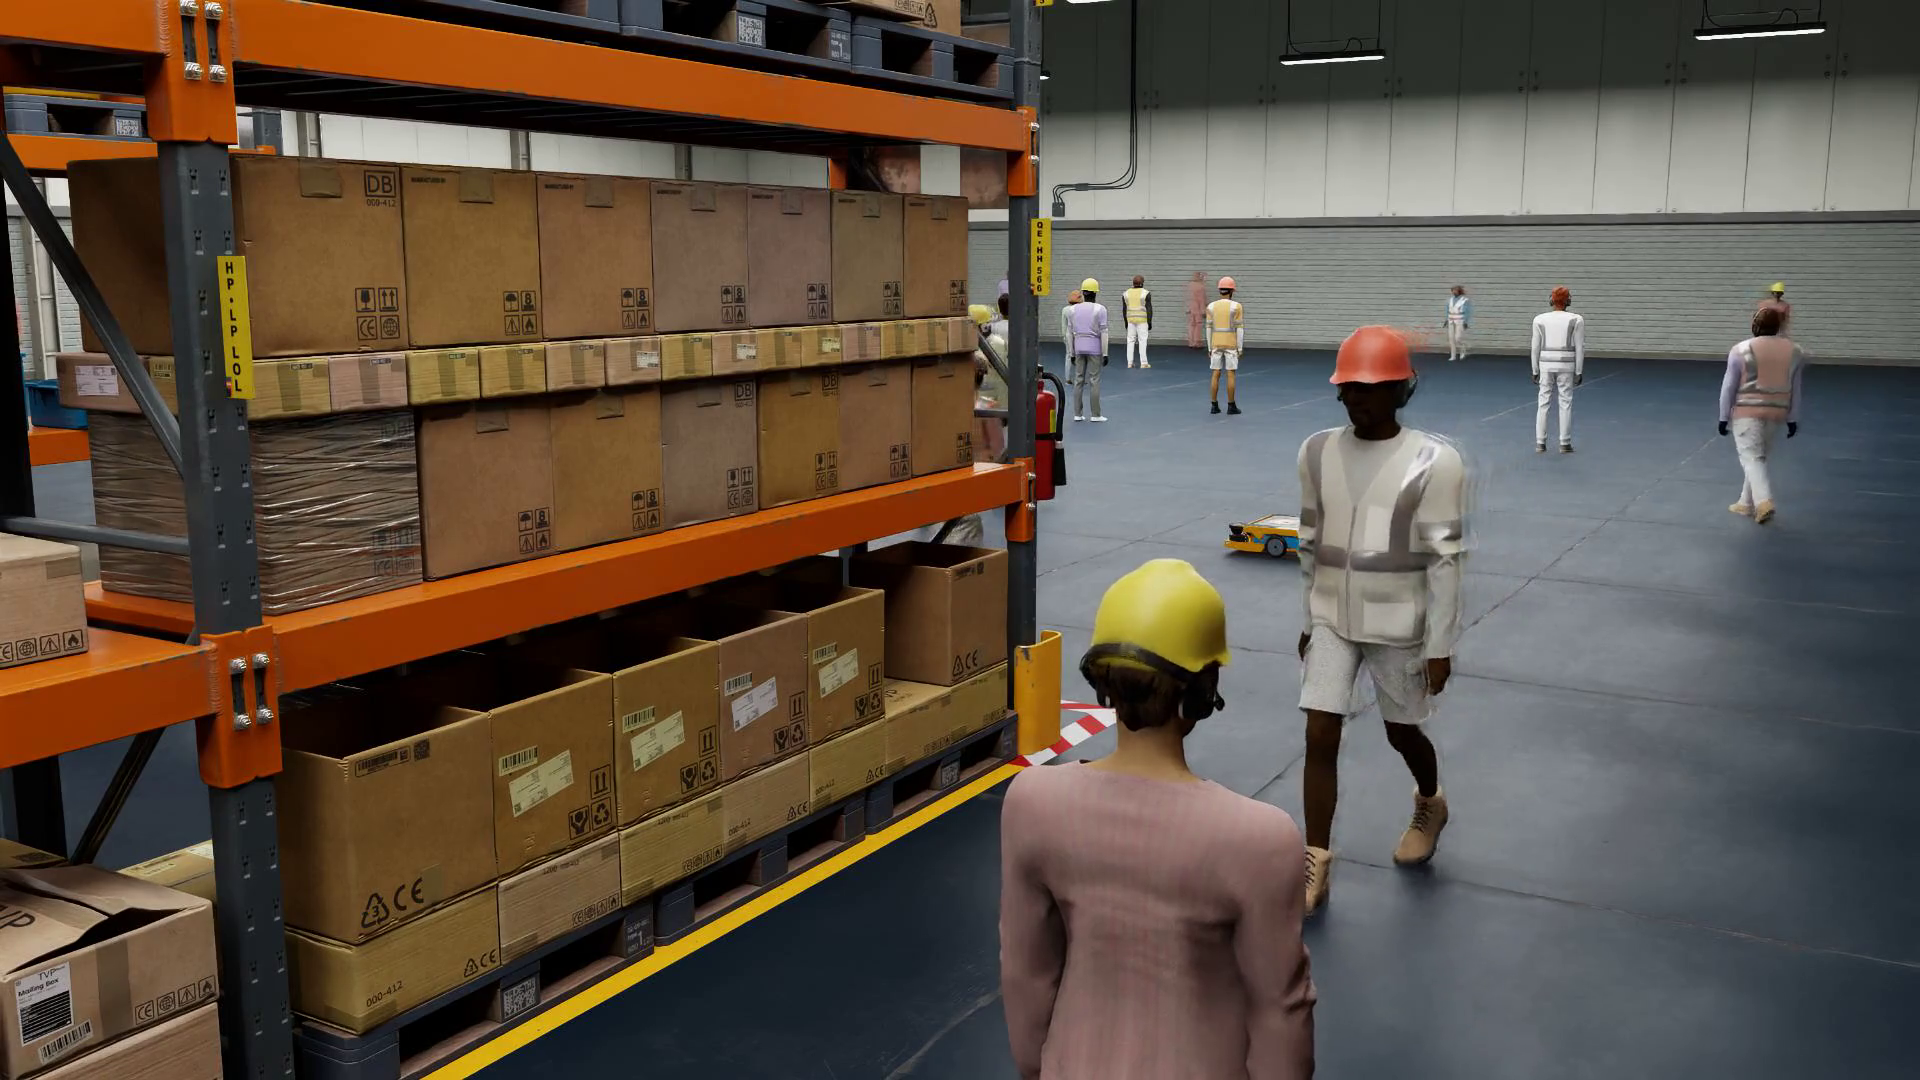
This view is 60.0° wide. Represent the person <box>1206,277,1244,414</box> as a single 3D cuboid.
[{"bbox_3d":[3.746,-2.739,23.478,0.544,1.938,0.355,6,11,30],"label":"person"}]

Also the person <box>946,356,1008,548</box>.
[{"bbox_3d":[0.050,-0.398,10.772,0.531,1.595,0.851,8,13,41],"label":"person"}]

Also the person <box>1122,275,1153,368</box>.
[{"bbox_3d":[3.548,-4.337,33.116,0.627,1.844,0.429,6,11,30],"label":"person"}]

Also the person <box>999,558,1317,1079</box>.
[{"bbox_3d":[0.309,0.905,2.648,0.524,1.769,0.309,6,11,30],"label":"person"}]

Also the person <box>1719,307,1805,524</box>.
[{"bbox_3d":[6.728,-1.048,13.966,0.633,1.812,0.901,0,10,-1],"label":"person"}]

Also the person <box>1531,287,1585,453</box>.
[{"bbox_3d":[6.780,-1.926,18.883,0.576,1.882,0.355,6,11,30],"label":"person"}]

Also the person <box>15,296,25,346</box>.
[{"bbox_3d":[-15.183,-3.253,26.362,0.614,1.976,0.441,-7,12,-36],"label":"person"}]

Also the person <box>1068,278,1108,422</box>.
[{"bbox_3d":[1.729,-2.544,22.363,0.587,1.928,0.362,6,11,30],"label":"person"}]

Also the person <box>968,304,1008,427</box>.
[{"bbox_3d":[0.230,-1.181,14.738,0.439,1.807,0.627,-3,10,-17],"label":"person"}]

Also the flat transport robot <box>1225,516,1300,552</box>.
[{"bbox_3d":[2.767,-0.015,12.398,1.431,0.197,0.652,6,11,30],"label":"flat transport robot"}]

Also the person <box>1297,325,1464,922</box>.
[{"bbox_3d":[1.465,0.255,5.780,0.618,2.010,0.986,8,12,38],"label":"person"}]

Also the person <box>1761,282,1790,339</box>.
[{"bbox_3d":[14.793,-3.805,30.231,0.545,1.751,0.406,0,10,1],"label":"person"}]

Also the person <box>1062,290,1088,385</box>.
[{"bbox_3d":[2.004,-3.504,28.843,0.499,1.633,0.286,6,11,30],"label":"person"}]

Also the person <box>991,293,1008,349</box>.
[{"bbox_3d":[0.495,-1.565,16.803,0.511,1.872,0.328,6,11,30],"label":"person"}]

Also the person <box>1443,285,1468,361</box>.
[{"bbox_3d":[10.555,-4.616,35.382,0.365,1.624,0.502,-7,12,-37],"label":"person"}]

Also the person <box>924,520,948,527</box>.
[{"bbox_3d":[-0.174,-0.906,13.633,0.499,1.633,0.286,6,11,30],"label":"person"}]

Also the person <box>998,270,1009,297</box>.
[{"bbox_3d":[1.301,-5.951,42.372,0.643,1.909,0.410,6,11,30],"label":"person"}]

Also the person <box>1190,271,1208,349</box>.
[{"bbox_3d":[5.764,-5.538,40.104,0.397,1.867,0.758,-1,10,-7],"label":"person"}]
